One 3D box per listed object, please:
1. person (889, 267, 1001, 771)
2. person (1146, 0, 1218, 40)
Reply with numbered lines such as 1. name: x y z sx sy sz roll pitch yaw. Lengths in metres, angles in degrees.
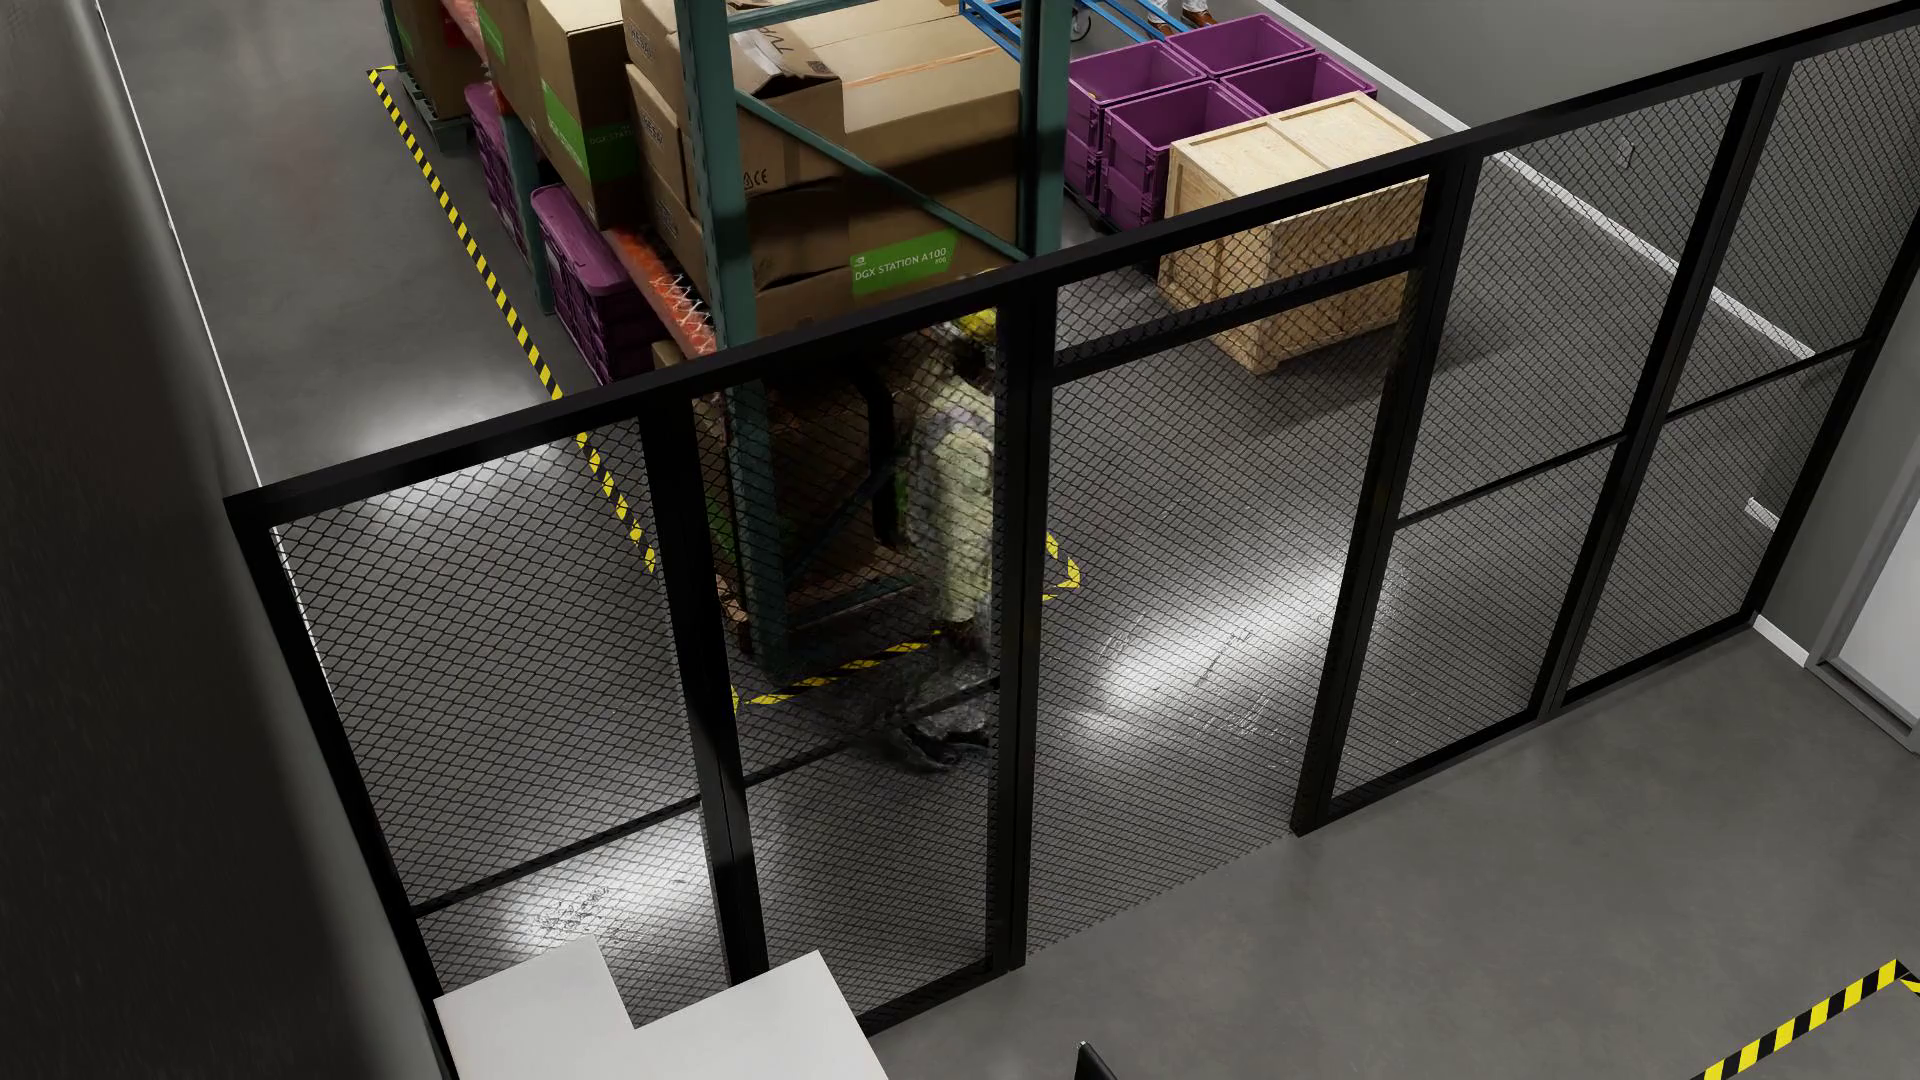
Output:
1. person: 0.044 0.012 5.026 0.412 1.808 0.622 1 42 1
2. person: 1.279 -3.629 8.916 0.627 1.940 0.373 -21 47 -22
